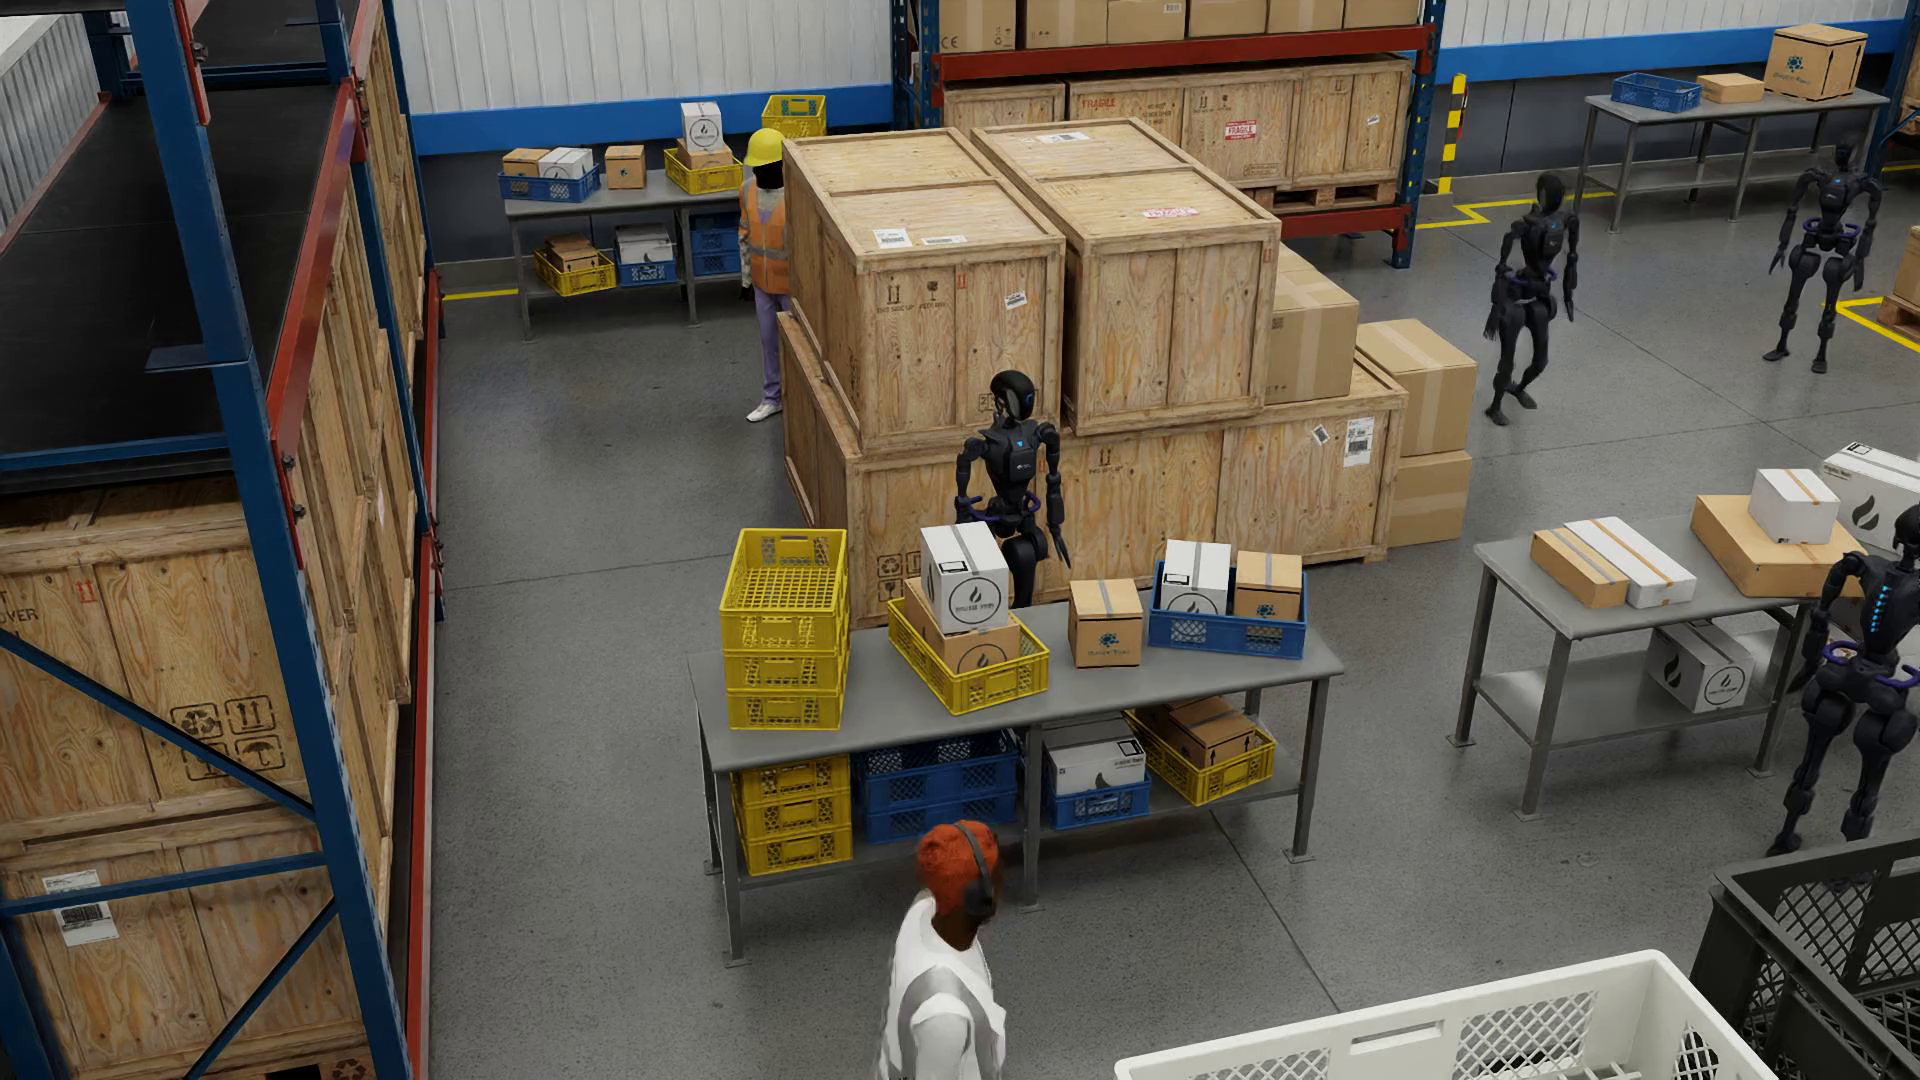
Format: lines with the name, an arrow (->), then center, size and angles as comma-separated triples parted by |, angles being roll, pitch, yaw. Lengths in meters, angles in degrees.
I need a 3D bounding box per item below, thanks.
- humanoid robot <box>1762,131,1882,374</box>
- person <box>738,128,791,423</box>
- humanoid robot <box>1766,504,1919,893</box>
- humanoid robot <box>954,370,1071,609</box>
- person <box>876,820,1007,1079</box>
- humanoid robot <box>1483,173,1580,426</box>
humanoid robot -> 5.804, -1.938, 11.177 | 0.593, 1.646, 0.366 | 23, 36, 35
person -> -1.125, -1.599, 10.302 | 0.592, 1.922, 0.378 | 16, 33, 26
humanoid robot -> 3.559, 0.606, 6.542 | 0.327, 1.657, 0.591 | -21, 35, -33
humanoid robot -> 0.226, -0.001, 7.641 | 0.591, 1.660, 0.326 | -15, 32, -25
person -> -0.023, 1.588, 4.595 | 0.611, 1.847, 0.610 | -5, 29, -9
humanoid robot -> 3.565, -1.534, 10.457 | 0.655, 1.635, 0.450 | -9, 30, -15
